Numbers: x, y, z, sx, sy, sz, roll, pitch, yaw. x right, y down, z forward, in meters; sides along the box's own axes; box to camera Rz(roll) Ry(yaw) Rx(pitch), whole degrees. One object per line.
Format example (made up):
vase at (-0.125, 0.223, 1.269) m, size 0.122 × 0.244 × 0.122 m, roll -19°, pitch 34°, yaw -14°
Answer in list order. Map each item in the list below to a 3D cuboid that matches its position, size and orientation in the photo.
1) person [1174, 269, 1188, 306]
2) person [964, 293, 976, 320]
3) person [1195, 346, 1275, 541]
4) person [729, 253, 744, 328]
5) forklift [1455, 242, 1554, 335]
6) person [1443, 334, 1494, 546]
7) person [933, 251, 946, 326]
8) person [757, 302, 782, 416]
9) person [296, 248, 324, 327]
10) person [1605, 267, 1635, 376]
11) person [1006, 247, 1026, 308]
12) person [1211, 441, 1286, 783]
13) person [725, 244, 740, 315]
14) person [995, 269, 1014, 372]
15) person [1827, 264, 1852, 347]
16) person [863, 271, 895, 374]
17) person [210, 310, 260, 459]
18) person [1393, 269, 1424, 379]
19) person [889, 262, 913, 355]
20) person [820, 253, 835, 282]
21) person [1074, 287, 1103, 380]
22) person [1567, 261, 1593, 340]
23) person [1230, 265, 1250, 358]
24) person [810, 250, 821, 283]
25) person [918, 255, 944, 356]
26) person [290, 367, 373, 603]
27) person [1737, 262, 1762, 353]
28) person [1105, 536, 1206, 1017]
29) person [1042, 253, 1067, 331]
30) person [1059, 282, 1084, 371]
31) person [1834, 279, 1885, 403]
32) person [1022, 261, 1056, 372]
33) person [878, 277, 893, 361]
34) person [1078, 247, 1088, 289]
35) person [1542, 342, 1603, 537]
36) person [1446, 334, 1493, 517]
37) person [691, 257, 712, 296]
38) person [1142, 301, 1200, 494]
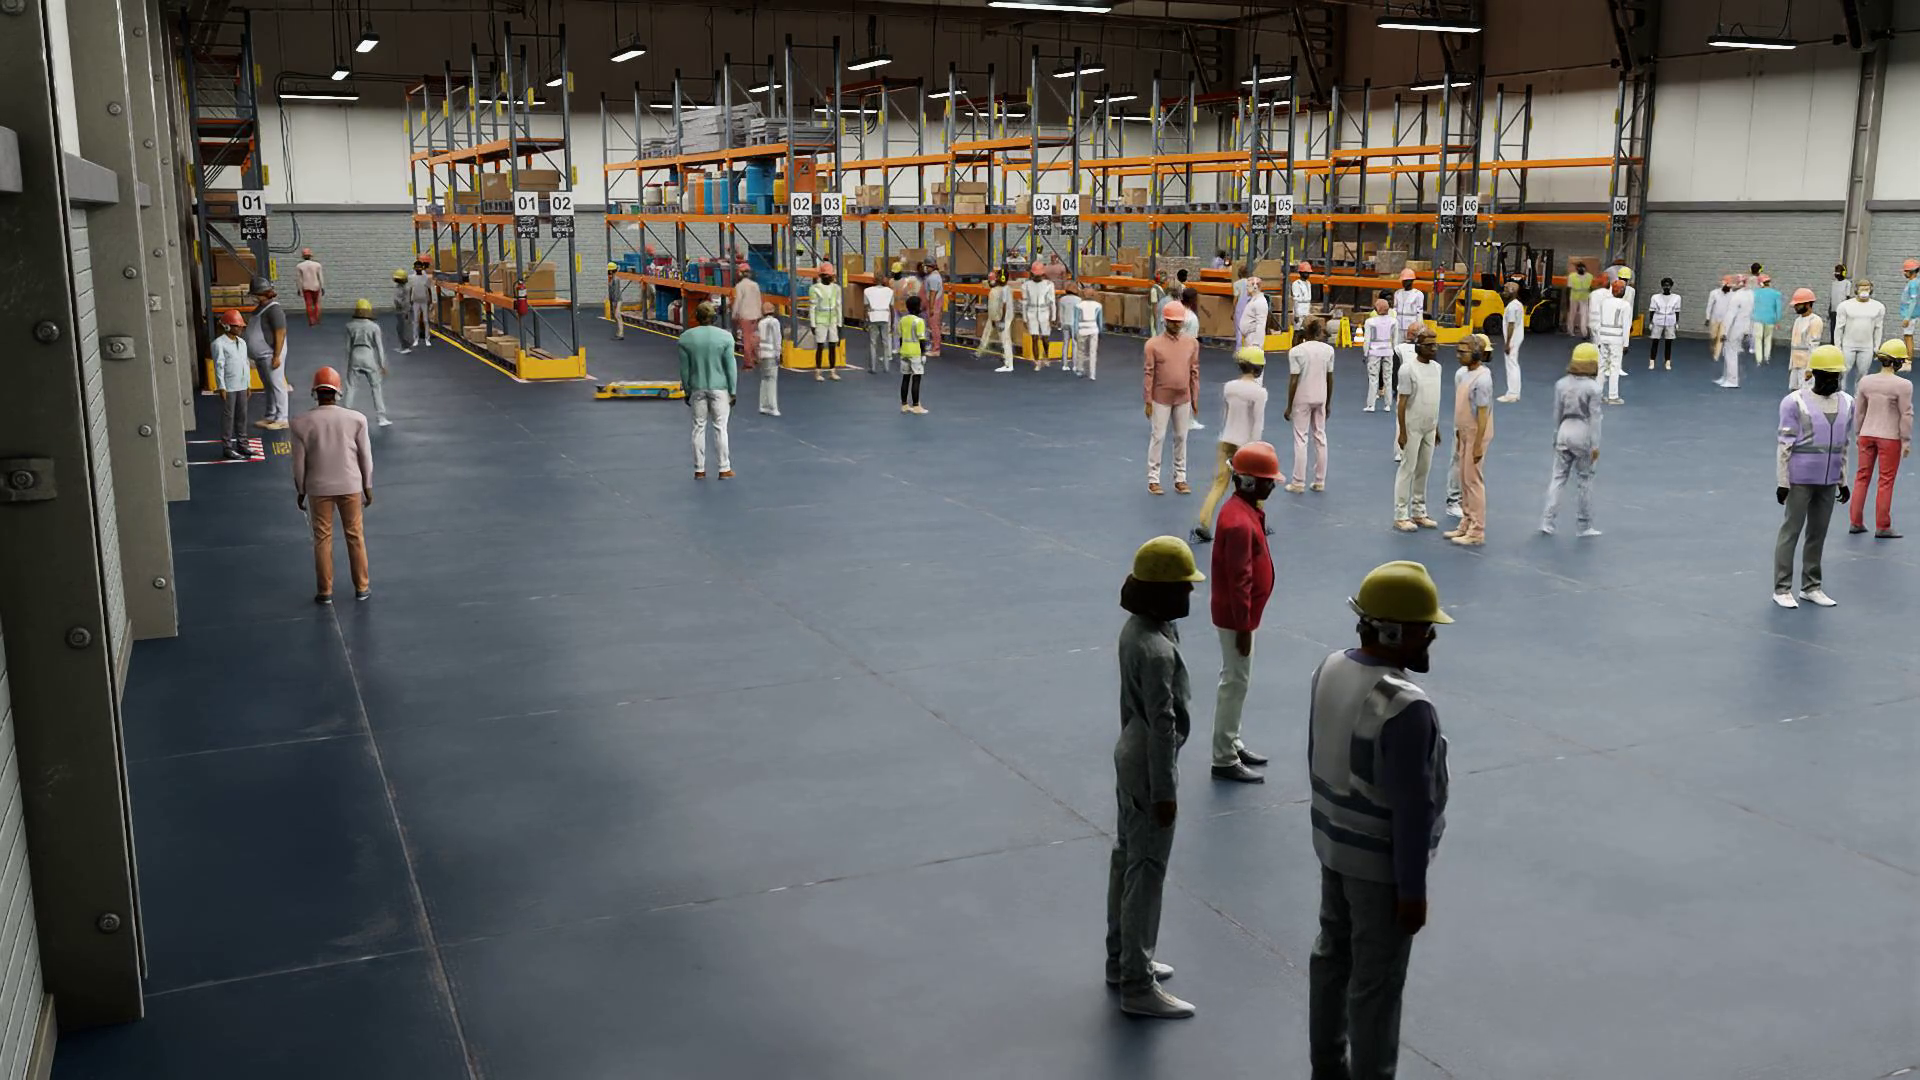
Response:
person at (4.690, -4.928, 35.480) m, size 0.325 × 1.685 × 0.539 m, roll -2°, pitch 11°, yaw -10°
person at (0.287, -6.759, 44.932) m, size 0.518 × 1.631 × 0.316 m, roll -7°, pitch 13°, yaw -33°
person at (2.438, -0.843, 14.621) m, size 0.881 × 1.725 × 0.520 m, roll -10°, pitch 15°, yaw -41°
person at (-5.383, -6.079, 40.768) m, size 0.639 × 1.908 × 0.409 m, roll -9°, pitch 14°, yaw -38°
forklift at (13.047, -6.049, 39.881) m, size 2.313 × 2.155 × 1.214 m, roll -5°, pitch 12°, yaw -23°
person at (4.451, -0.868, 14.468) m, size 0.339 × 1.838 × 0.511 m, roll 0°, pitch 11°, yaw 2°
person at (-0.529, -6.470, 42.405) m, size 0.397 × 2.044 × 0.609 m, roll -1°, pitch 11°, yaw -5°
person at (-2.701, -2.591, 23.802) m, size 0.328 × 1.608 × 0.635 m, roll -8°, pitch 14°, yaw -35°
person at (-16.521, -6.397, 42.210) m, size 0.654 × 1.967 × 0.773 m, roll -7°, pitch 13°, yaw -30°
person at (11.684, -3.863, 29.461) m, size 0.589 × 1.923 × 0.383 m, roll -3°, pitch 12°, yaw -17°
person at (1.575, -7.464, 47.807) m, size 0.639 × 1.908 × 0.409 m, roll 1°, pitch 11°, yaw 7°
person at (1.453, 0.363, 8.460) m, size 0.355 × 1.740 × 0.573 m, roll 2°, pitch 11°, yaw 10°
person at (-6.349, -7.420, 47.337) m, size 0.643 × 1.994 × 1.005 m, roll 7°, pitch 13°, yaw 31°
person at (0.810, -3.994, 30.304) m, size 0.328 × 1.861 × 0.501 m, roll 1°, pitch 11°, yaw 5°
person at (17.454, -4.537, 33.059) m, size 0.326 × 1.861 × 0.511 m, roll -3°, pitch 11°, yaw -13°
person at (-1.450, -3.898, 29.884) m, size 0.577 × 1.833 × 0.403 m, roll -3°, pitch 12°, yaw -17°
person at (-8.532, -1.829, 19.587) m, size 0.349 × 1.744 × 0.564 m, roll 3°, pitch 11°, yaw 13°
person at (7.535, -3.607, 28.126) m, size 0.548 × 1.938 × 0.358 m, roll 11°, pitch 15°, yaw 43°
person at (-1.209, -4.773, 34.192) m, size 0.611 × 1.894 × 0.894 m, roll 3°, pitch 12°, yaw 17°
person at (-4.118, -8.097, 51.720) m, size 0.497 × 1.633 × 0.289 m, roll 3°, pitch 12°, yaw 17°
person at (2.217, -3.596, 28.949) m, size 0.527 × 1.587 × 0.873 m, roll -1°, pitch 11°, yaw -4°
person at (14.176, -5.493, 38.132) m, size 0.586 × 1.781 × 1.005 m, roll 1°, pitch 11°, yaw 3°
person at (5.625, -4.534, 33.077) m, size 0.516 × 1.842 × 0.324 m, roll -5°, pitch 12°, yaw -23°
person at (-4.511, -8.160, 51.764) m, size 0.349 × 1.743 × 0.563 m, roll 2°, pitch 11°, yaw 10°
person at (-0.593, -4.738, 33.610) m, size 0.536 × 2.000 × 0.683 m, roll 0°, pitch 11°, yaw 2°
person at (-4.641, -0.406, 12.327) m, size 0.563 × 1.751 × 0.330 m, roll -5°, pitch 12°, yaw -23°
person at (16.375, -4.802, 34.418) m, size 0.329 × 1.860 × 0.504 m, roll -10°, pitch 15°, yaw -42°
person at (0.711, 0.840, 6.022) m, size 0.315 × 1.742 × 0.492 m, roll -1°, pitch 11°, yaw -5°
person at (2.327, -6.062, 40.699) m, size 0.636 × 1.902 × 0.406 m, roll 5°, pitch 12°, yaw 22°
person at (2.044, -3.901, 30.395) m, size 0.498 × 1.633 × 0.279 m, roll 9°, pitch 14°, yaw 38°
person at (12.801, -2.741, 23.724) m, size 0.630 × 1.940 × 0.373 m, roll 3°, pitch 11°, yaw 14°
person at (1.431, -4.055, 30.230) m, size 0.630 × 2.010 × 0.579 m, roll 2°, pitch 11°, yaw 9°
person at (-1.459, -4.313, 32.473) m, size 0.314 × 1.640 × 0.516 m, roll -1°, pitch 11°, yaw -4°
person at (3.668, -7.778, 49.480) m, size 0.359 × 1.880 × 0.575 m, roll -8°, pitch 14°, yaw -36°
person at (5.497, -0.884, 14.833) m, size 0.364 × 1.759 × 0.494 m, roll -7°, pitch 13°, yaw -33°
person at (4.885, -1.092, 15.840) m, size 0.489 × 1.743 × 0.322 m, roll -9°, pitch 14°, yaw -38°
person at (-6.779, -6.586, 43.794) m, size 0.576 × 1.732 × 0.685 m, roll -6°, pitch 13°, yaw -30°
person at (2.167, -1.448, 17.049) m, size 0.608 × 1.987 × 0.404 m, roll -3°, pitch 12°, yaw -17°
